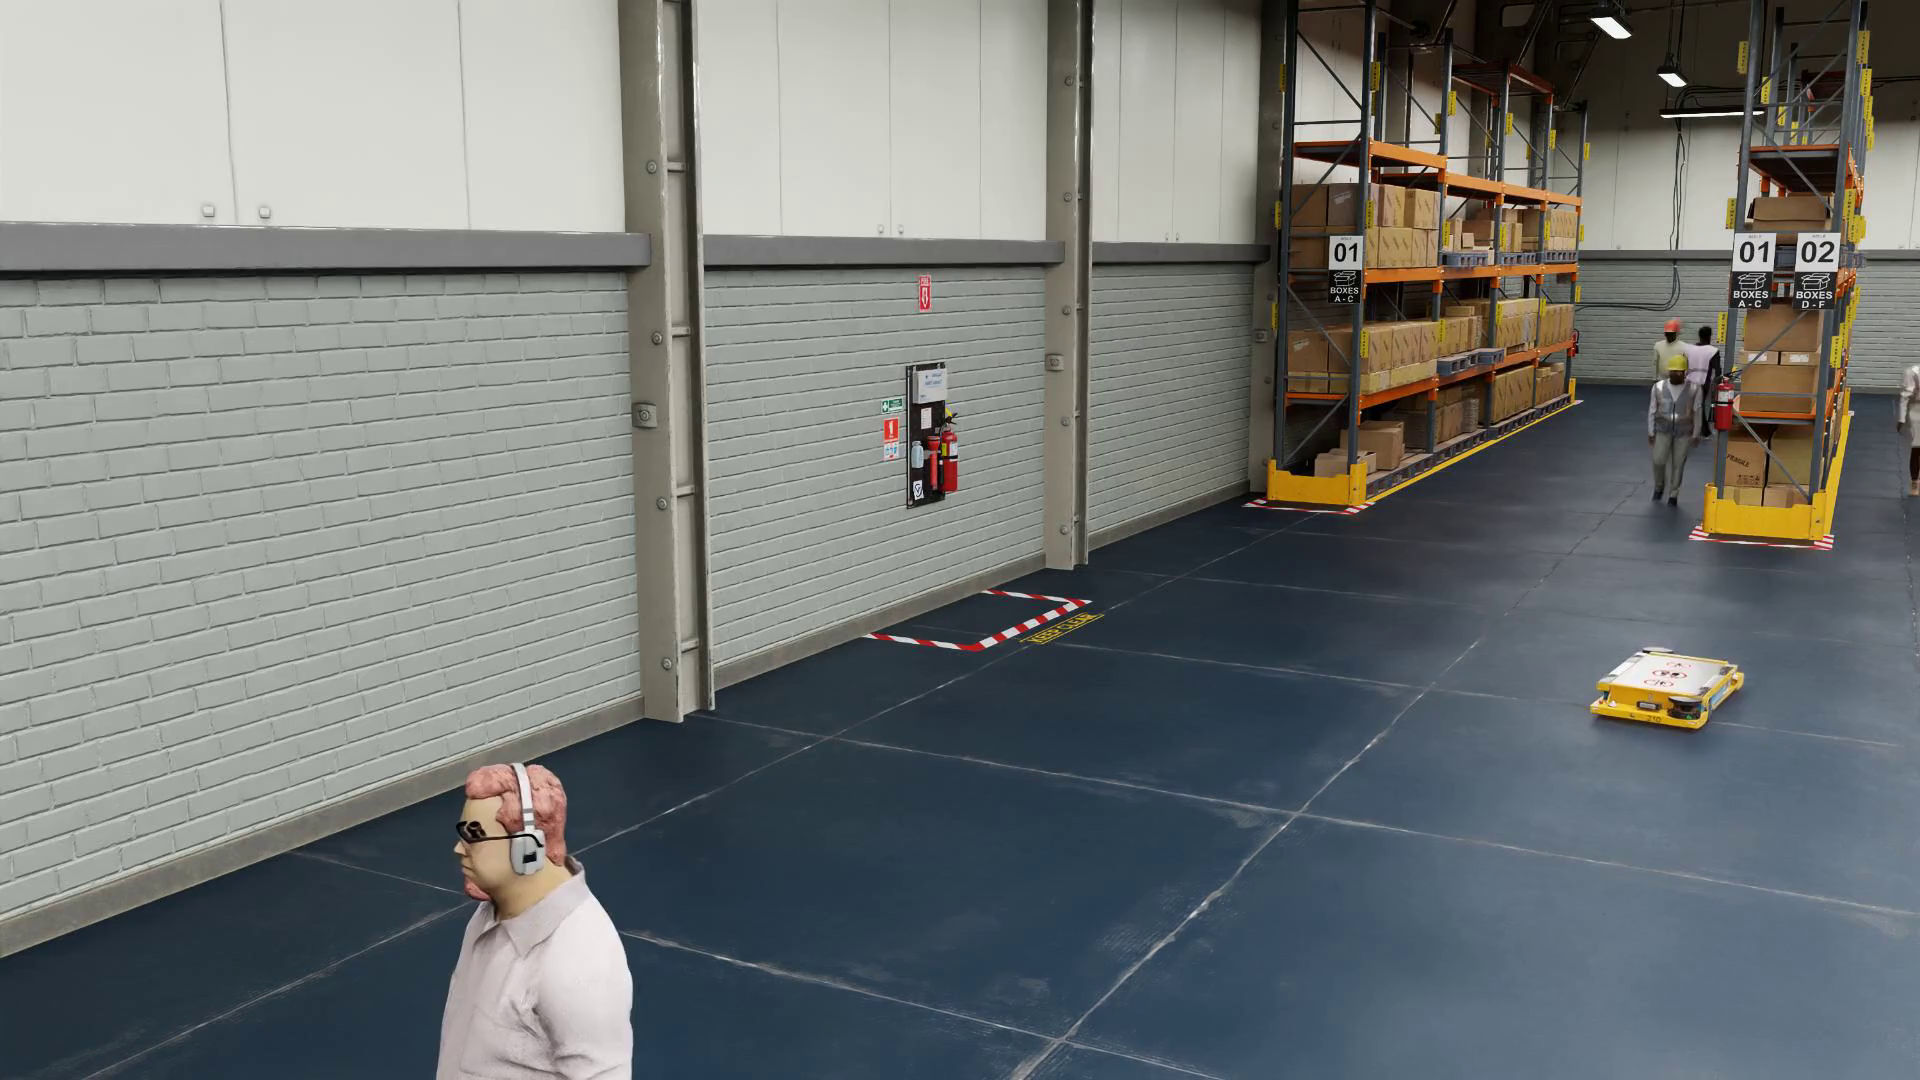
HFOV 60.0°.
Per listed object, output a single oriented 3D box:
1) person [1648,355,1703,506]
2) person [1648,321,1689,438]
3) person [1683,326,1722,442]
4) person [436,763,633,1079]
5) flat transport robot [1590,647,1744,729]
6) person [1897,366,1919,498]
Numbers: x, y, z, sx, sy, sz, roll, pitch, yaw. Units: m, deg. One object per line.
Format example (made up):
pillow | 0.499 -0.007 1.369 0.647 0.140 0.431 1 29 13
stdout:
person | 8.561 -1.306 19.929 0.607 1.814 0.423 5 11 26
person | 11.814 -2.678 27.657 0.630 1.935 1.044 8 13 40
person | 11.994 -2.520 26.924 1.031 1.863 0.604 -6 11 -30
person | -0.954 1.420 3.715 0.400 1.910 0.643 -6 11 -30
flat transport robot | 4.751 0.971 11.126 0.652 0.197 1.431 7 12 35
person | 11.824 -1.457 20.323 0.633 1.986 1.049 5 11 28
